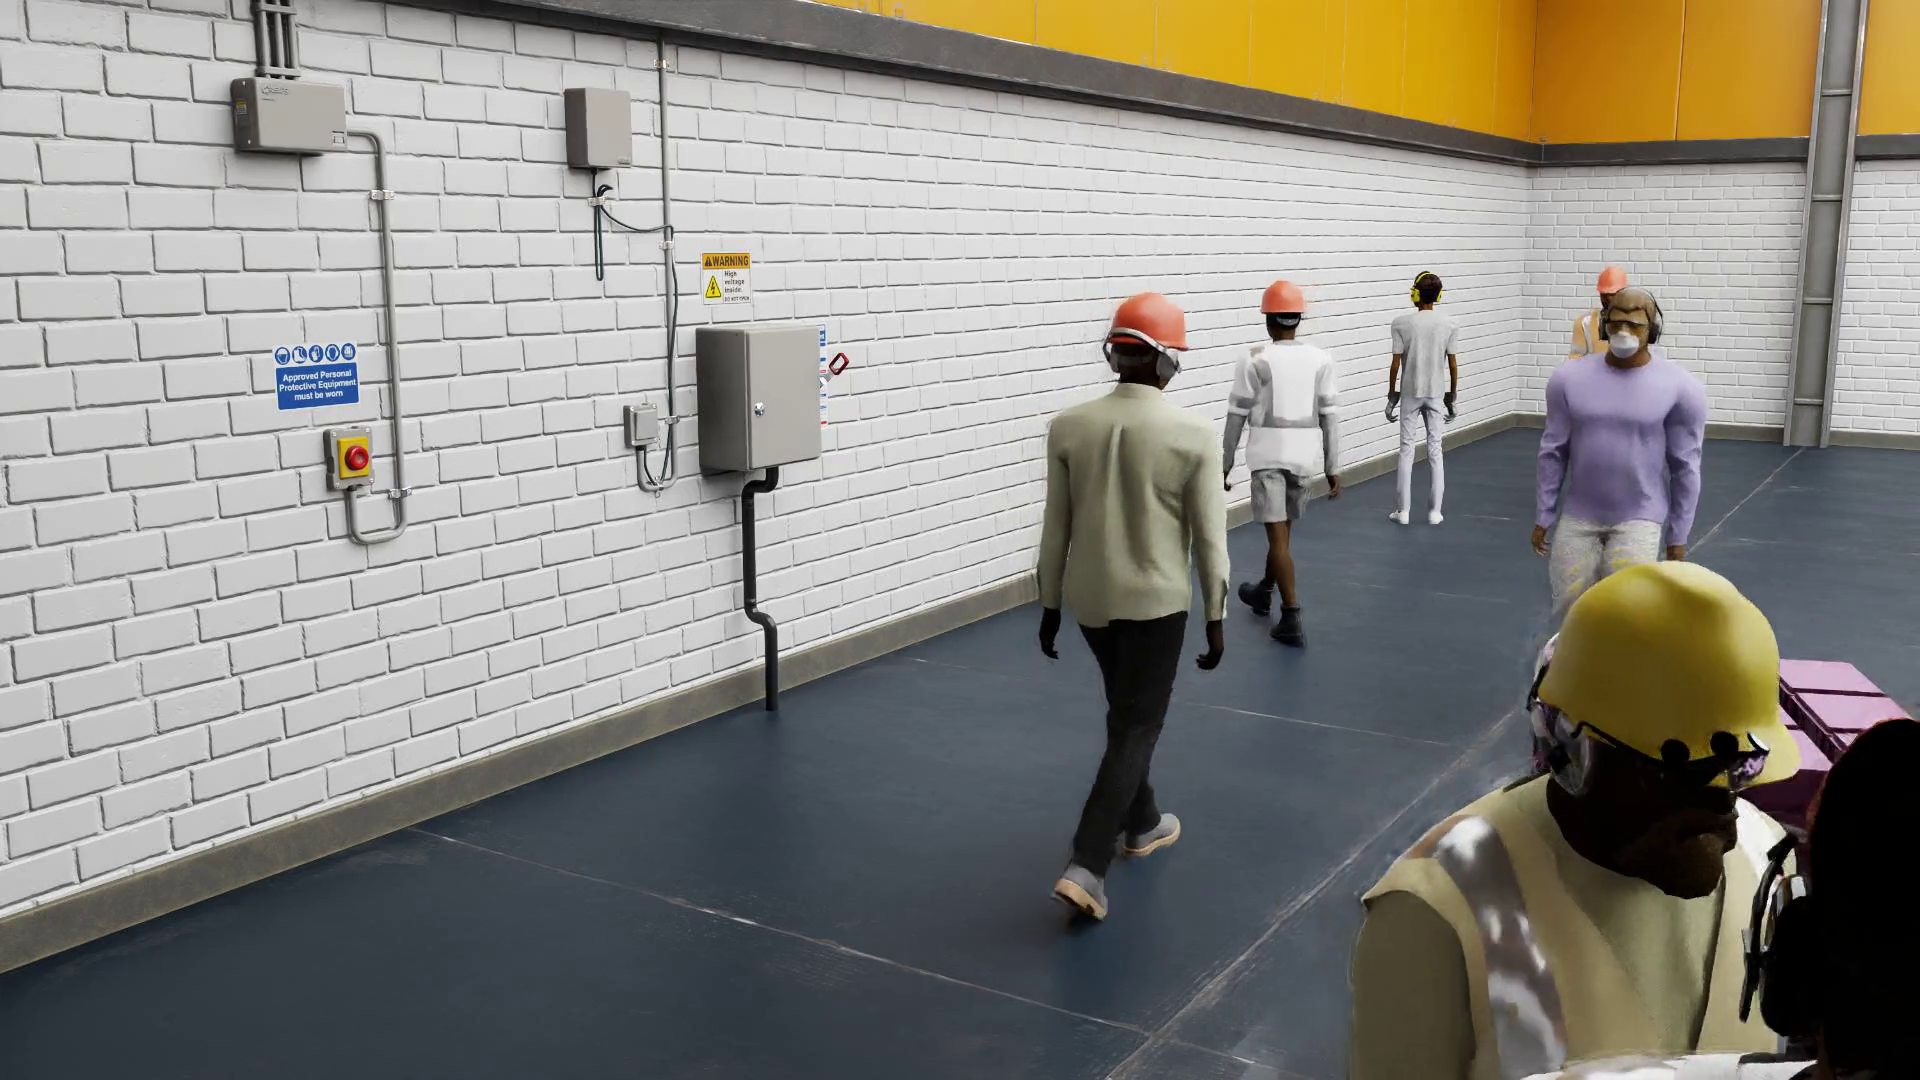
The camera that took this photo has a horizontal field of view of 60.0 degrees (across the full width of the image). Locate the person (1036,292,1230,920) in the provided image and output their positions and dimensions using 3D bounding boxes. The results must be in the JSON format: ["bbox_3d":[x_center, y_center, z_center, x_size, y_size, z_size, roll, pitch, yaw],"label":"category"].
[{"bbox_3d":[0.531,0.189,5.294,0.627,1.948,0.998,7,12,32],"label":"person"}]

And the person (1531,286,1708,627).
[{"bbox_3d":[2.719,-0.085,6.875,0.639,1.923,0.703,8,13,37],"label":"person"}]

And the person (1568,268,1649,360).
[{"bbox_3d":[4.953,-1.131,12.782,0.574,1.881,1.001,5,11,26],"label":"person"}]

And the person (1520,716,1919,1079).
[{"bbox_3d":[0.626,0.978,1.211,0.589,1.844,0.953,6,12,29],"label":"person"}]

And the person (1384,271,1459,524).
[{"bbox_3d":[3.424,-1.041,12.338,0.532,1.861,0.321,1,10,7],"label":"person"}]

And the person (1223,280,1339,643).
[{"bbox_3d":[1.706,-0.439,8.937,0.587,1.885,0.998,-2,11,-13],"label":"person"}]

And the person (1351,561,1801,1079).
[{"bbox_3d":[0.708,0.874,2.018,0.615,1.776,0.926,-3,11,-18],"label":"person"}]
